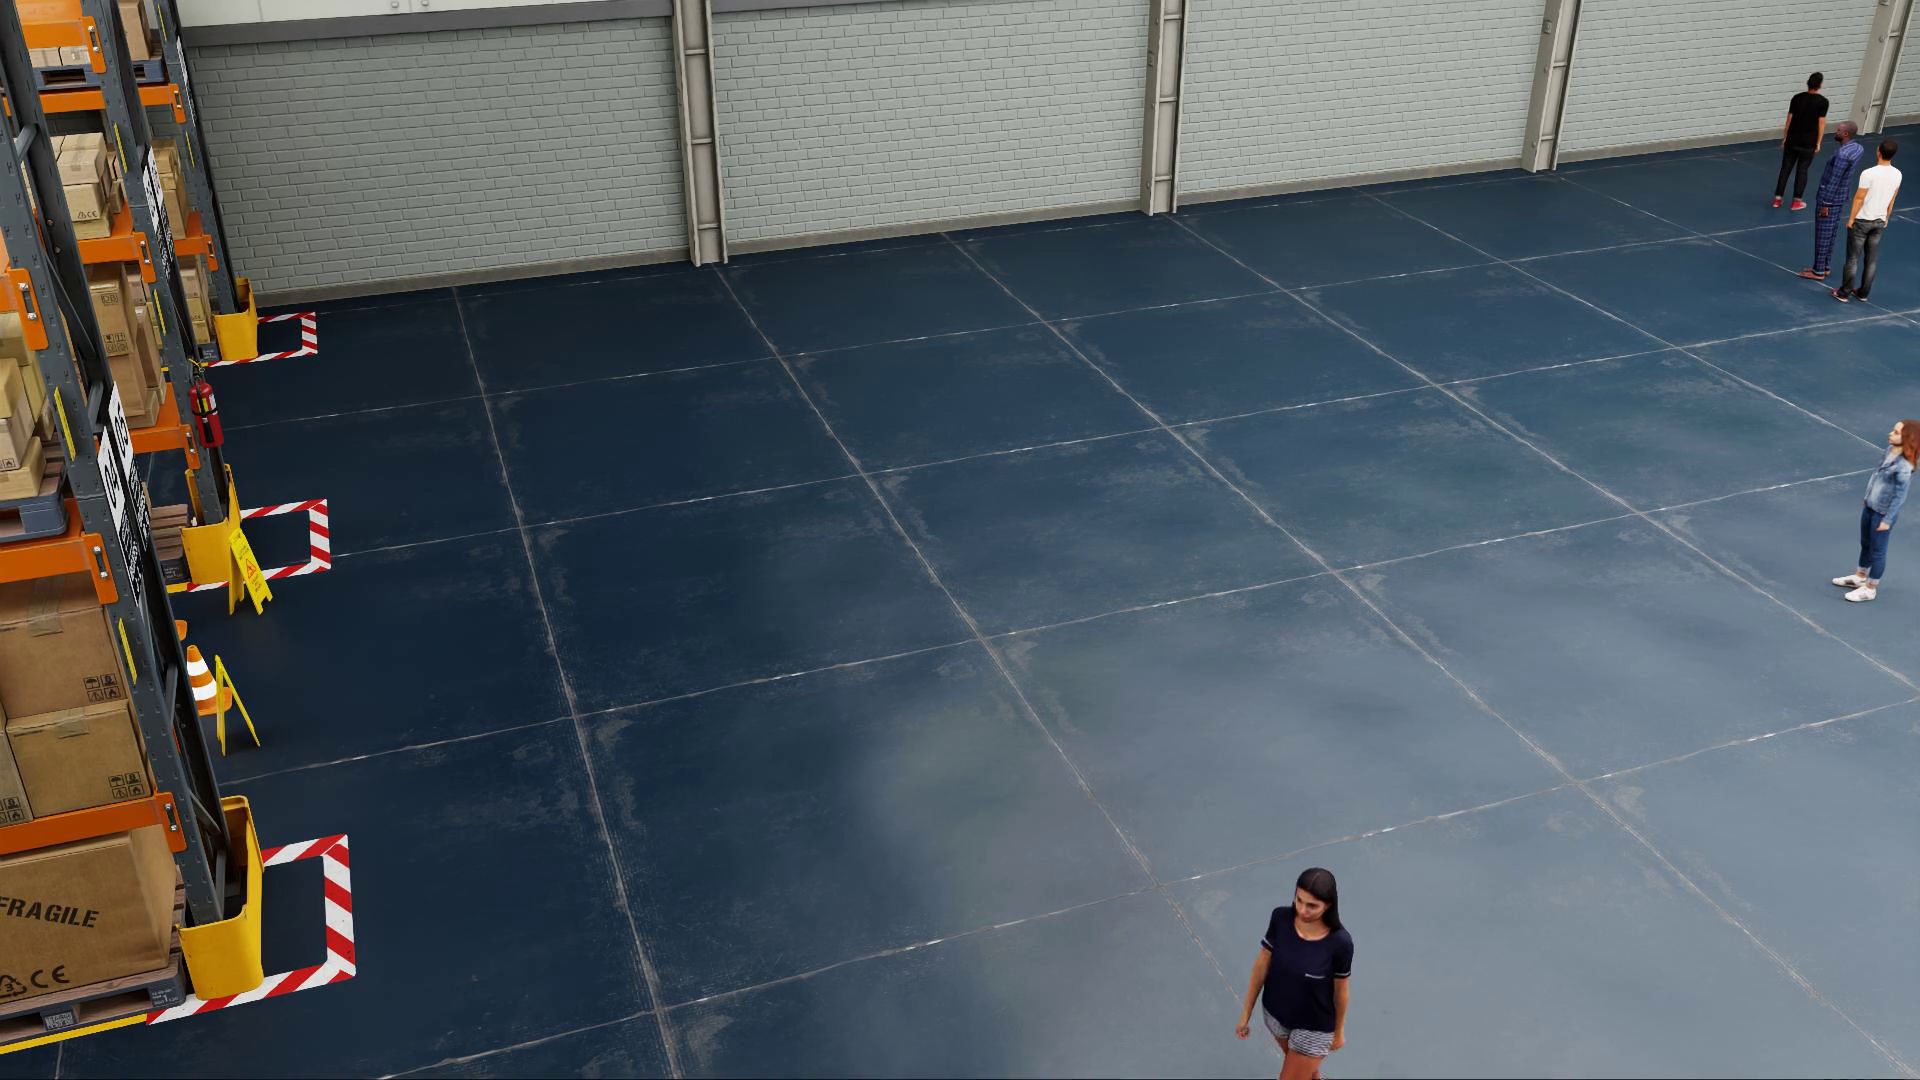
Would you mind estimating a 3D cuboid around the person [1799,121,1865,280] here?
[{"bbox_3d":[10.092,-3.933,19.212,0.803,1.817,0.679,25,37,38],"label":"person"}]

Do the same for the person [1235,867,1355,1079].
[{"bbox_3d":[1.622,2.209,7.793,0.951,1.708,1.214,22,35,36],"label":"person"}]

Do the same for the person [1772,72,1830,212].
[{"bbox_3d":[10.952,-5.194,21.643,0.710,1.757,0.701,24,36,37],"label":"person"}]

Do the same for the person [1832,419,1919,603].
[{"bbox_3d":[7.015,-0.238,12.635,0.633,1.477,0.637,3,28,5],"label":"person"}]

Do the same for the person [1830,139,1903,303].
[{"bbox_3d":[10.126,-3.554,18.516,0.539,1.801,0.721,-5,28,-9],"label":"person"}]
